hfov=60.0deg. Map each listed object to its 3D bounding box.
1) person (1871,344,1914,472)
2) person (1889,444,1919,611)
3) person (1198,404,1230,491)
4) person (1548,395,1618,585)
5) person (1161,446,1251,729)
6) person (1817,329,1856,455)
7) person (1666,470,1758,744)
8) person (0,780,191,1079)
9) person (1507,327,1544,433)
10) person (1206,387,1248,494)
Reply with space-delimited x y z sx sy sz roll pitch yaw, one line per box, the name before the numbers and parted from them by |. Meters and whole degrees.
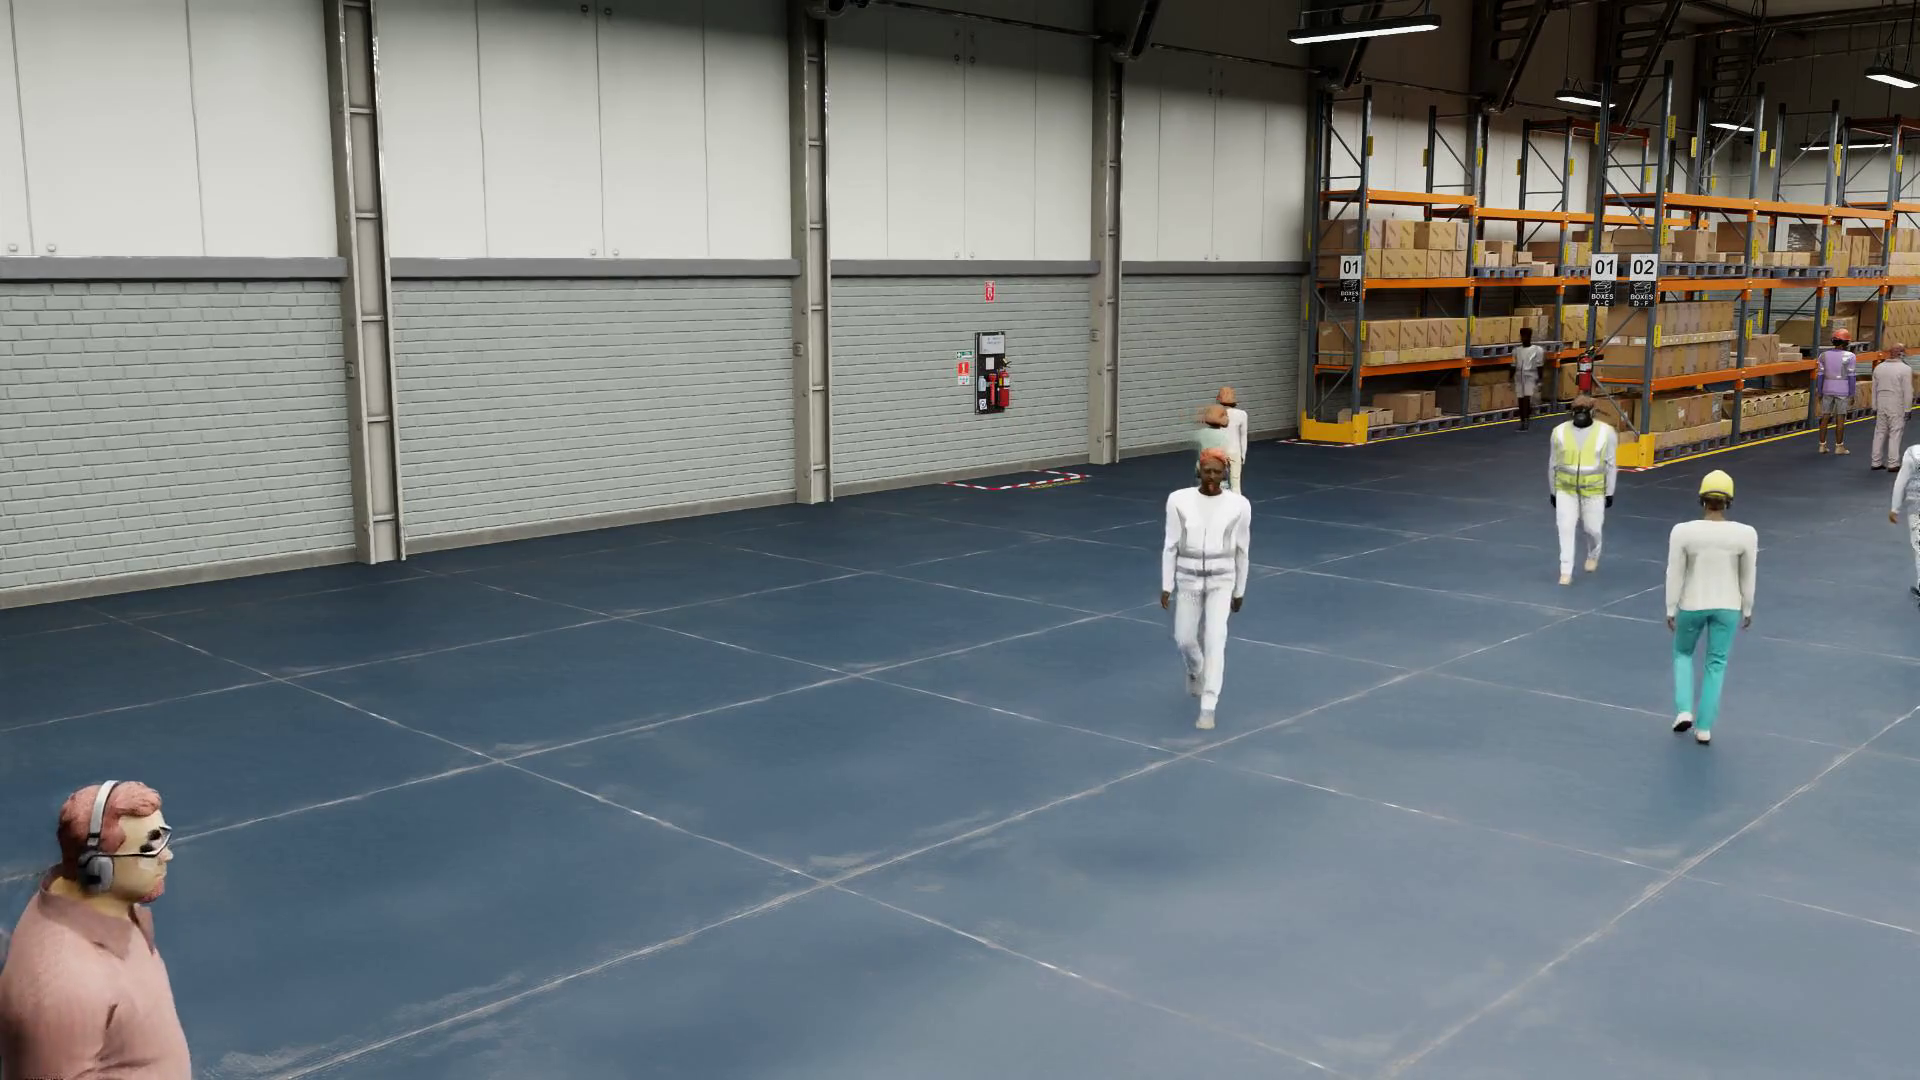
person | 13.899 -1.967 24.759 0.402 1.904 0.652 -3 10 -19
person | 8.657 -0.277 14.821 0.585 1.790 0.930 2 9 10
person | 2.656 -0.653 17.669 0.815 1.600 0.507 -6 11 -33
person | 5.997 -0.495 16.037 0.630 1.829 0.660 5 10 27
person | 1.652 0.285 11.152 0.582 1.867 0.691 2 10 14
person | 14.180 -2.388 26.906 0.375 2.044 0.605 -7 12 -36
person | 4.785 0.427 10.623 0.536 1.750 0.398 3 10 20
person | -2.134 1.477 3.880 0.648 1.875 0.664 -4 10 -24
person | 10.314 -2.922 30.447 0.610 1.941 0.631 -8 12 -40
person | 3.161 -1.005 19.751 0.501 1.624 0.294 0 9 2
